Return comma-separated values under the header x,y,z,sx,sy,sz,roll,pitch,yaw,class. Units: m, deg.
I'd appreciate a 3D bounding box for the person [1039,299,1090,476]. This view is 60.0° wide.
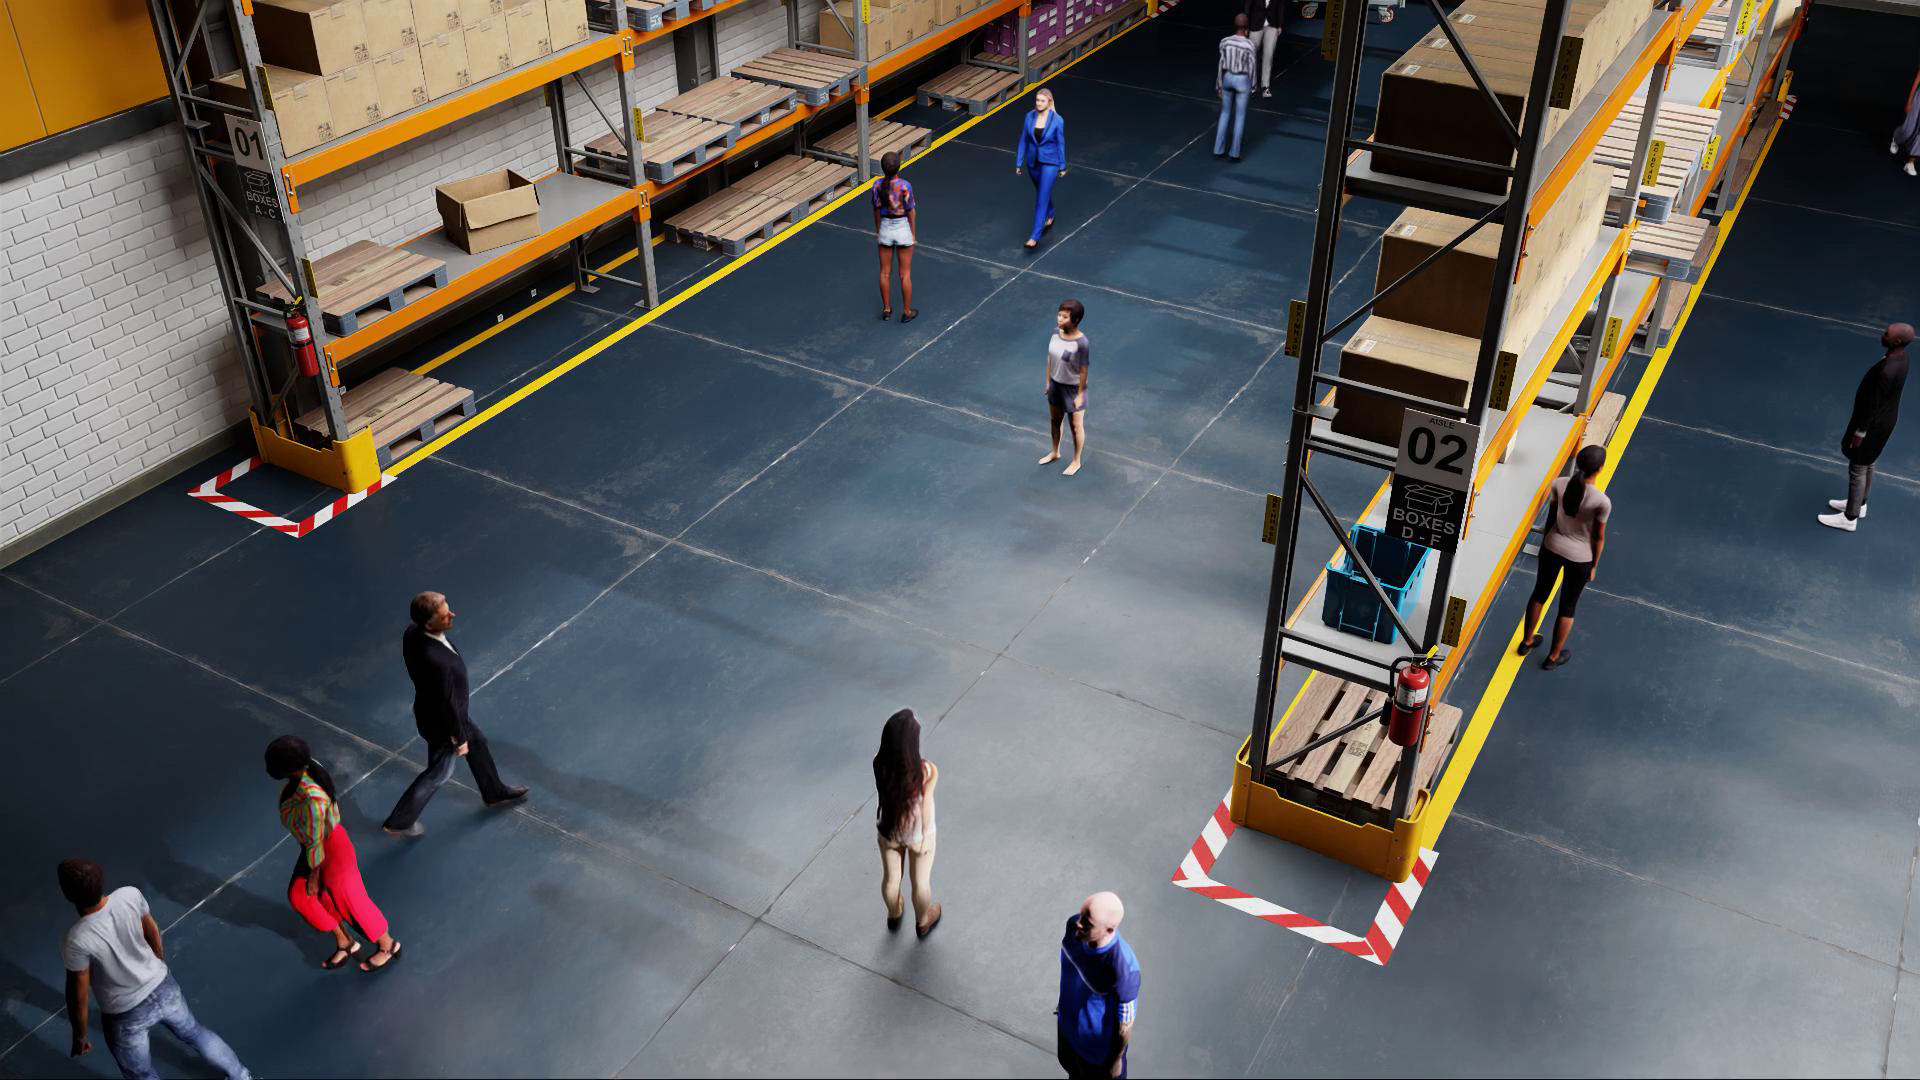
x,y,z,sx,sy,sz,roll,pitch,yaw,class
0.897,-1.303,13.908,0.612,1.566,0.593,28,43,36,person

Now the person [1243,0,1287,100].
x,y,z,sx,sy,sz,roll,pitch,yaw,class
3.981,-6.850,21.936,1.024,1.917,1.216,2,34,2,person

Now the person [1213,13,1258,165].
x,y,z,sx,sy,sz,roll,pitch,yaw,class
3.293,-5.364,19.814,0.630,1.792,0.542,19,38,26,person

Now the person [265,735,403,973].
x,y,z,sx,sy,sz,roll,pitch,yaw,class
-3.376,1.730,9.159,0.864,1.771,0.787,-19,38,-26,person

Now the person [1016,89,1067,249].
x,y,z,sx,sy,sz,roll,pitch,yaw,class
0.925,-4.044,17.956,0.693,1.650,1.171,16,37,22,person

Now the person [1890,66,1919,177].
x,y,z,sx,sy,sz,roll,pitch,yaw,class
11.396,-5.200,19.666,0.772,1.682,0.976,5,34,7,person

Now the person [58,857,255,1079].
x,y,z,sx,sy,sz,roll,pitch,yaw,class
-4.059,2.259,8.271,0.926,1.874,0.770,6,34,10,person

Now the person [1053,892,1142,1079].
x,y,z,sx,sy,sz,roll,pitch,yaw,class
0.650,2.384,8.111,0.760,1.842,0.758,-17,37,-24,person

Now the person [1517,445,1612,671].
x,y,z,sx,sy,sz,roll,pitch,yaw,class
4.230,0.111,11.619,0.641,1.745,0.610,29,43,36,person

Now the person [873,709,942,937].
x,y,z,sx,sy,sz,roll,pitch,yaw,class
-0.307,1.638,9.404,0.607,1.653,0.670,11,35,16,person

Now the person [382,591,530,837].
x,y,z,sx,sy,sz,roll,pitch,yaw,class
-3.236,1.090,10.114,1.281,1.780,1.116,-16,37,-23,person

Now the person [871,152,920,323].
x,y,z,sx,sy,sz,roll,pitch,yaw,class
-0.637,-2.969,16.257,0.638,1.741,0.597,9,35,13,person

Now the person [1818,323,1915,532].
x,y,z,sx,sy,sz,roll,pitch,yaw,class
7.233,-0.905,13.136,0.736,1.758,0.557,25,41,33,person
